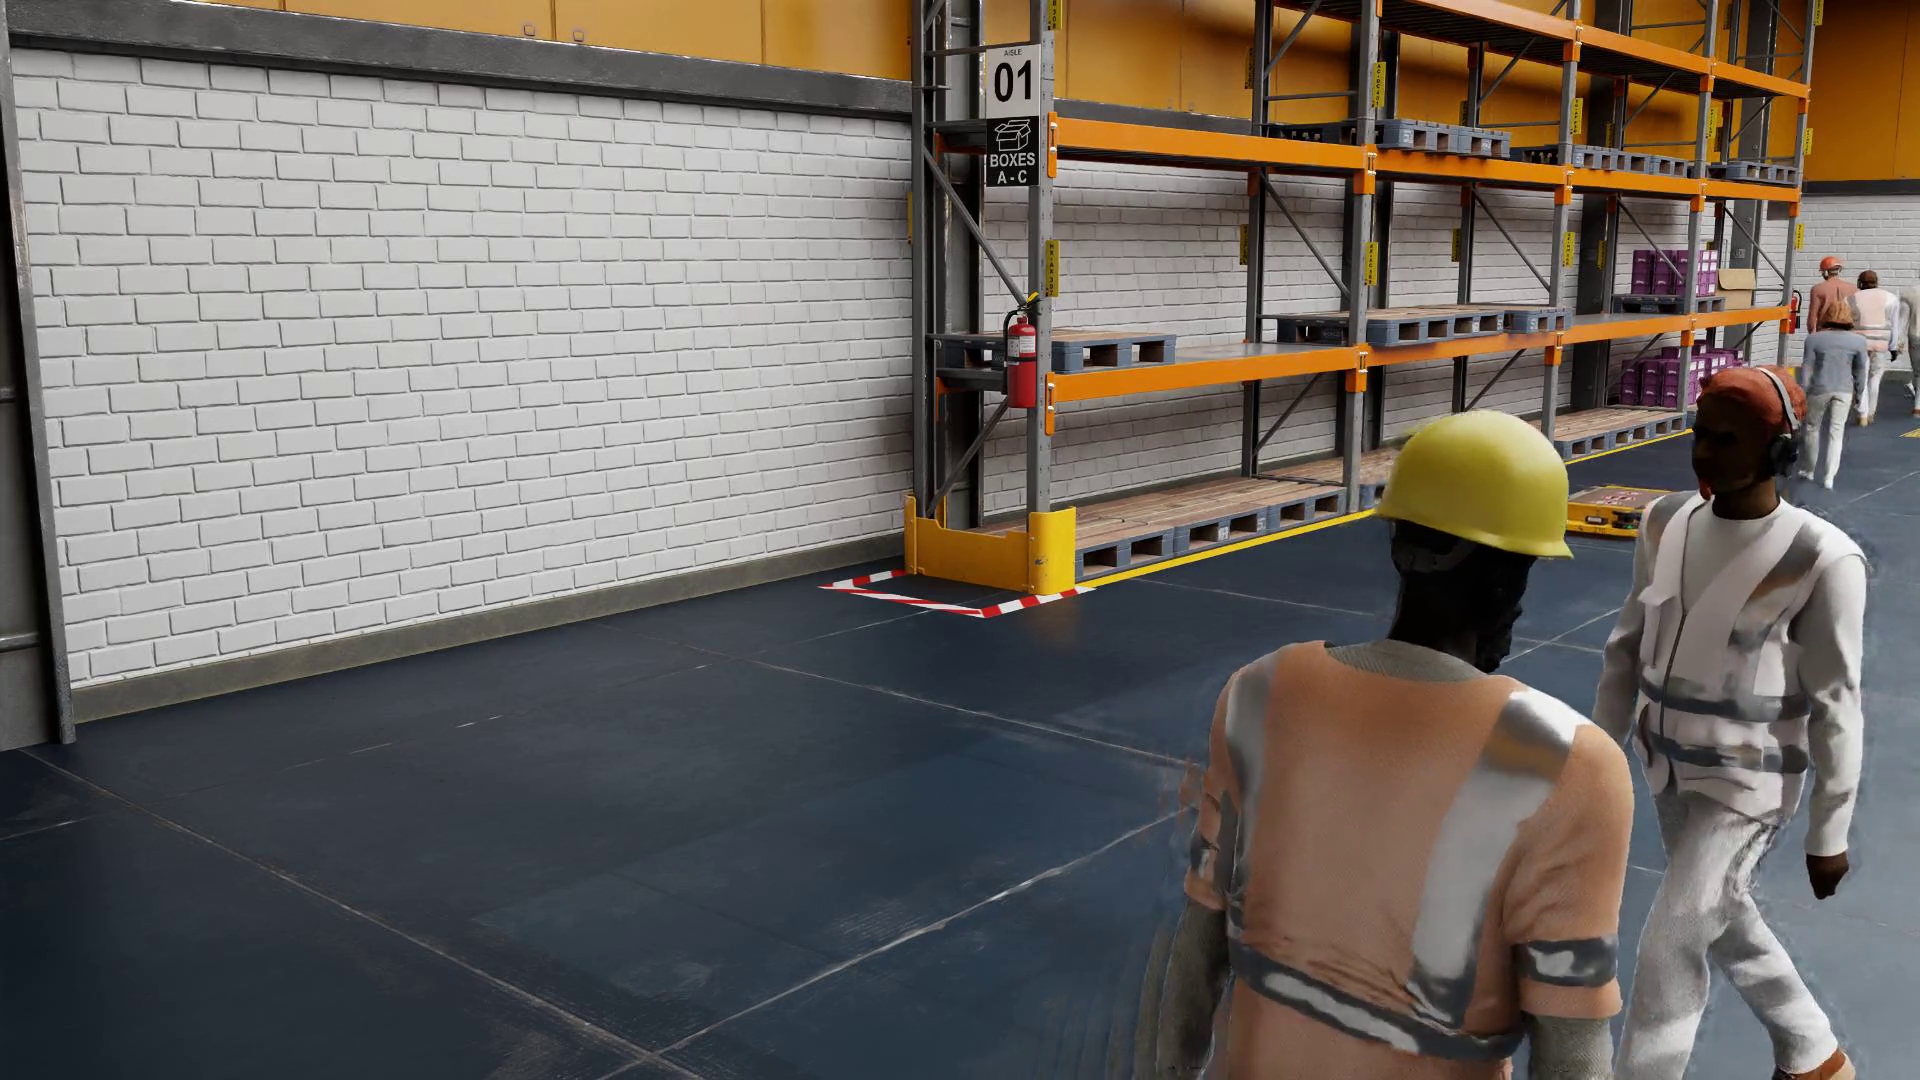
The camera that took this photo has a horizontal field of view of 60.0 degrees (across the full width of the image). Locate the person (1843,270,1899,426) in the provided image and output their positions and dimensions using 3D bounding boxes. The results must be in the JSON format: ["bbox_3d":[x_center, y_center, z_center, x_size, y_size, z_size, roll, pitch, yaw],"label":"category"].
[{"bbox_3d":[10.667,-2.264,19.637,0.638,1.805,0.829,3,10,15],"label":"person"}]

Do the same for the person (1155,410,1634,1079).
[{"bbox_3d":[0.466,0.779,2.132,0.875,1.878,0.623,-9,13,-41],"label":"person"}]

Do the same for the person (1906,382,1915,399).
[{"bbox_3d":[13.319,-2.764,22.431,0.867,1.836,0.518,0,10,-1],"label":"person"}]

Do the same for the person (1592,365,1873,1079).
[{"bbox_3d":[1.711,0.528,3.671,0.973,1.842,0.578,-3,10,-16],"label":"person"}]

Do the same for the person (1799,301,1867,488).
[{"bbox_3d":[7.614,-1.280,14.573,0.533,1.606,0.713,4,11,19],"label":"person"}]

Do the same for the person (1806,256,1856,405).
[{"bbox_3d":[11.539,-2.777,22.084,0.610,1.969,0.462,-1,10,-7],"label":"person"}]

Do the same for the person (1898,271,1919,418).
[{"bbox_3d":[11.995,-2.471,20.608,0.954,1.886,0.653,-9,14,-43],"label":"person"}]

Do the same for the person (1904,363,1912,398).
[{"bbox_3d":[13.284,-2.774,22.890,0.349,1.695,0.557,4,11,21],"label":"person"}]

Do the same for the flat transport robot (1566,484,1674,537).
[{"bbox_3d":[4.932,-0.231,12.435,0.652,0.197,1.431,7,12,37],"label":"flat transport robot"}]
